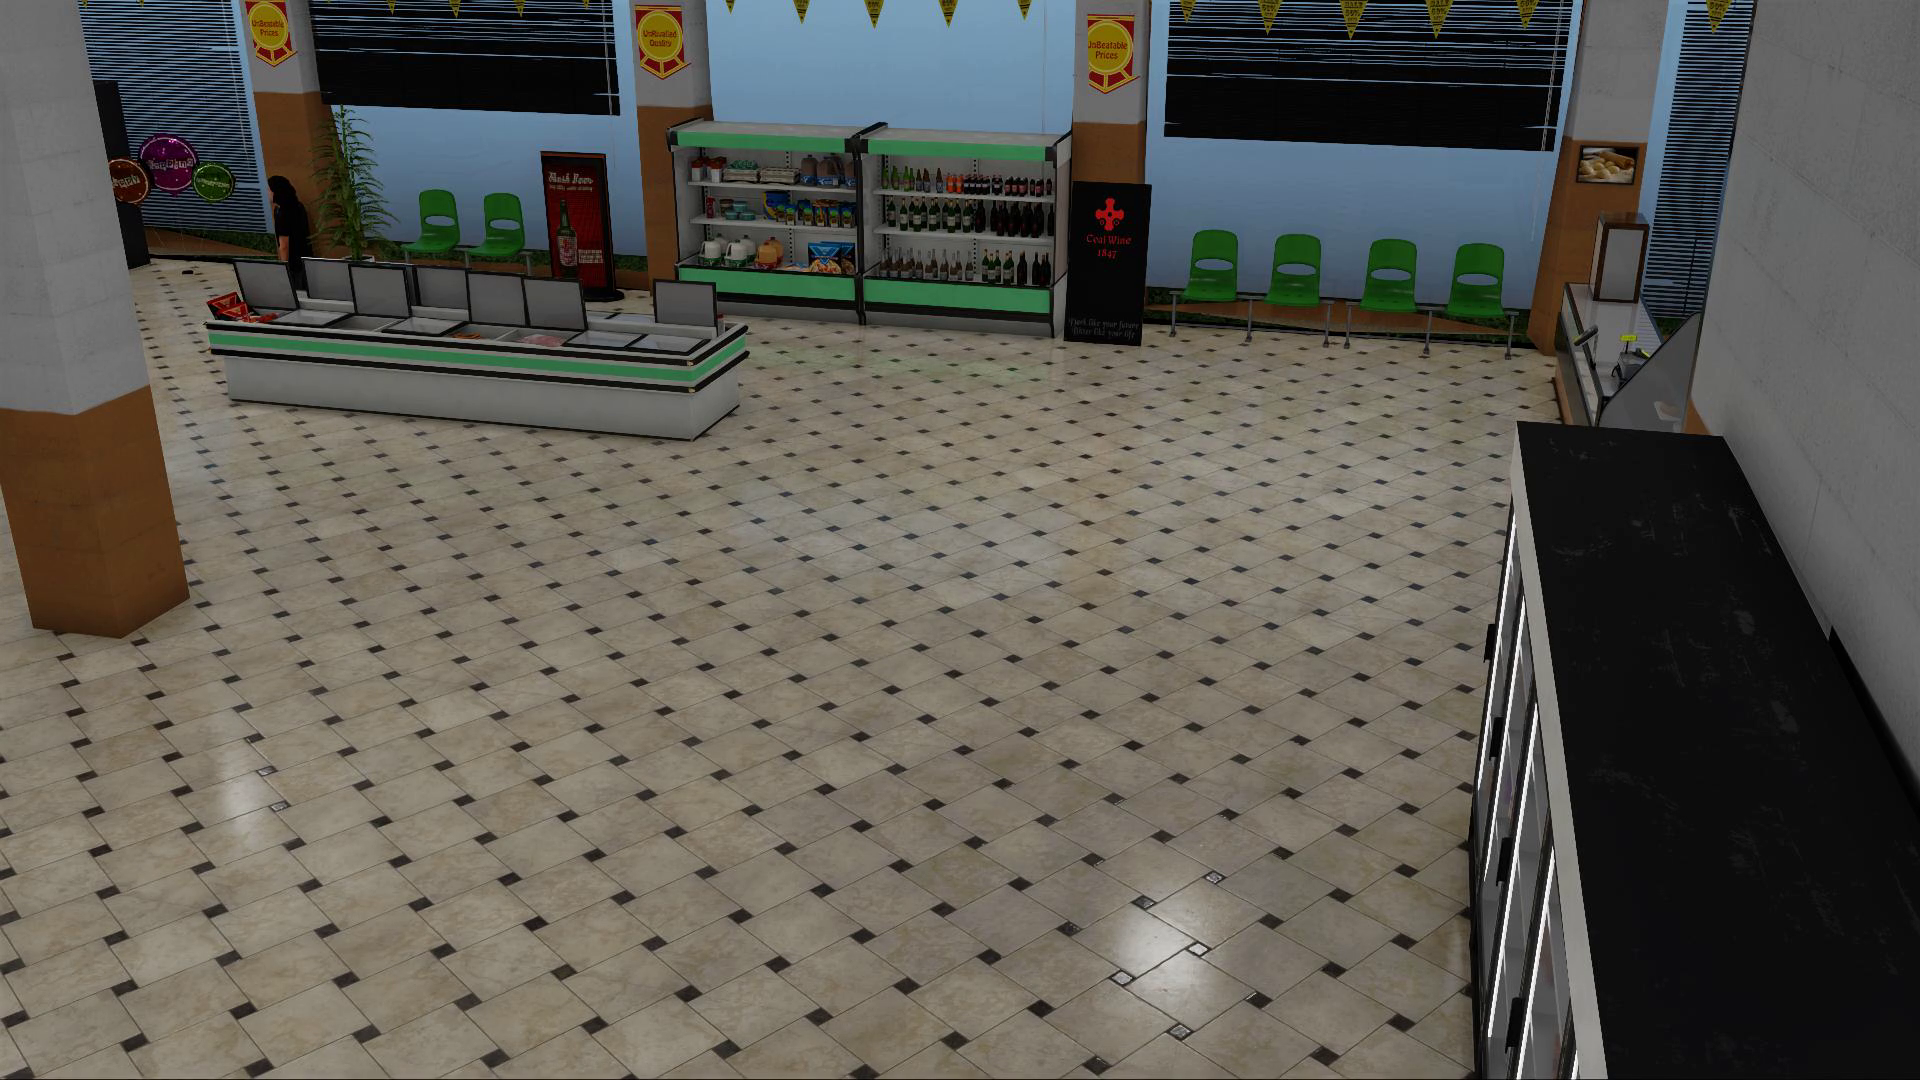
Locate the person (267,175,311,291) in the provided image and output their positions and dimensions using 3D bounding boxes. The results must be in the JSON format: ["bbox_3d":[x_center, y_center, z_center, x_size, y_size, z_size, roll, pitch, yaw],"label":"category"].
[{"bbox_3d":[-6.973,-2.915,17.463,0.608,1.829,0.678,1,22,1],"label":"person"}]
